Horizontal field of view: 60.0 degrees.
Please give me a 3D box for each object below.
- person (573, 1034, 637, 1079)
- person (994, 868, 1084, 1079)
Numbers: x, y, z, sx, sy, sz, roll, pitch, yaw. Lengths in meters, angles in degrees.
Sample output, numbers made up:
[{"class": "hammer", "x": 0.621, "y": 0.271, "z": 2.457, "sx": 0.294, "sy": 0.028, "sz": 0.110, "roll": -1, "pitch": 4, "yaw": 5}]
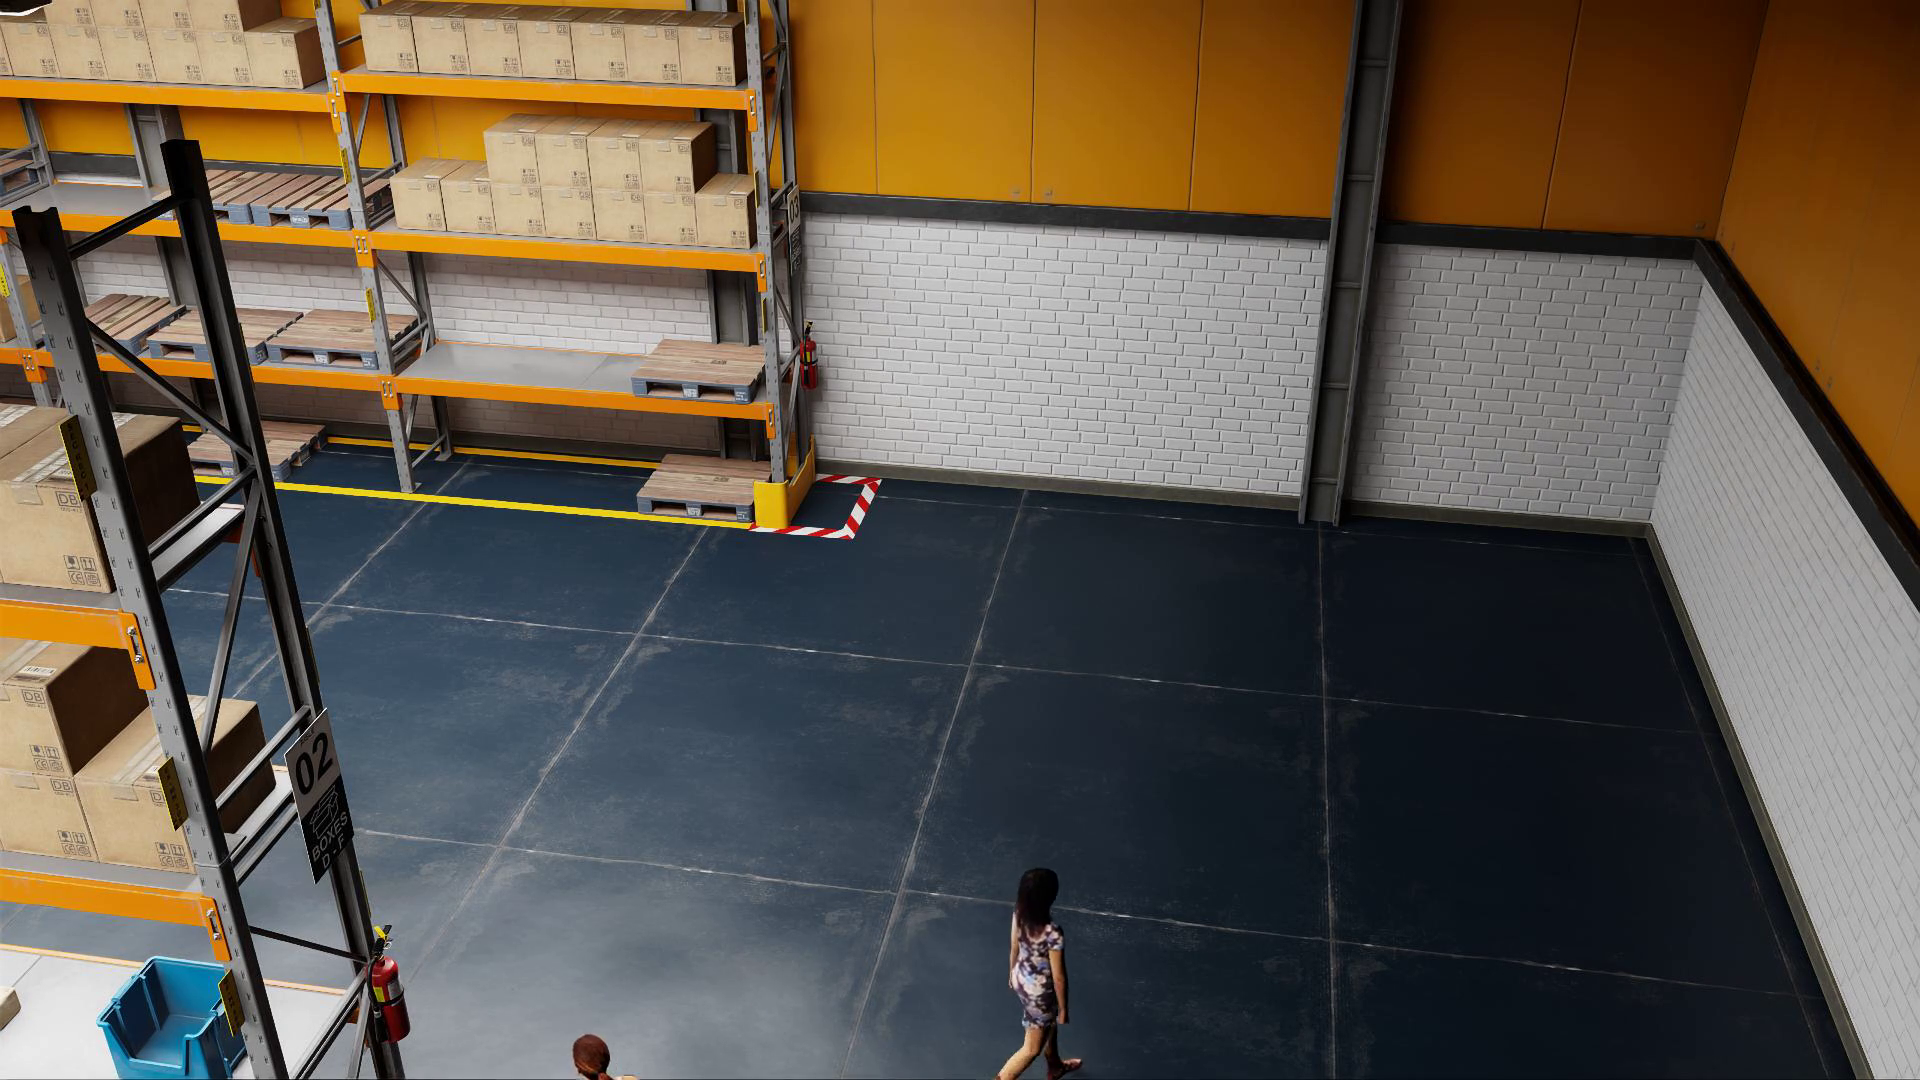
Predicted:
[{"class": "person", "x": -1.718, "y": 3.292, "z": 8.465, "sx": 1.067, "sy": 1.756, "sz": 1.091, "roll": -16, "pitch": 32, "yaw": -26}, {"class": "person", "x": 0.384, "y": 2.655, "z": 9.684, "sx": 1.129, "sy": 1.708, "sz": 1.055, "roll": -17, "pitch": 33, "yaw": -29}]
